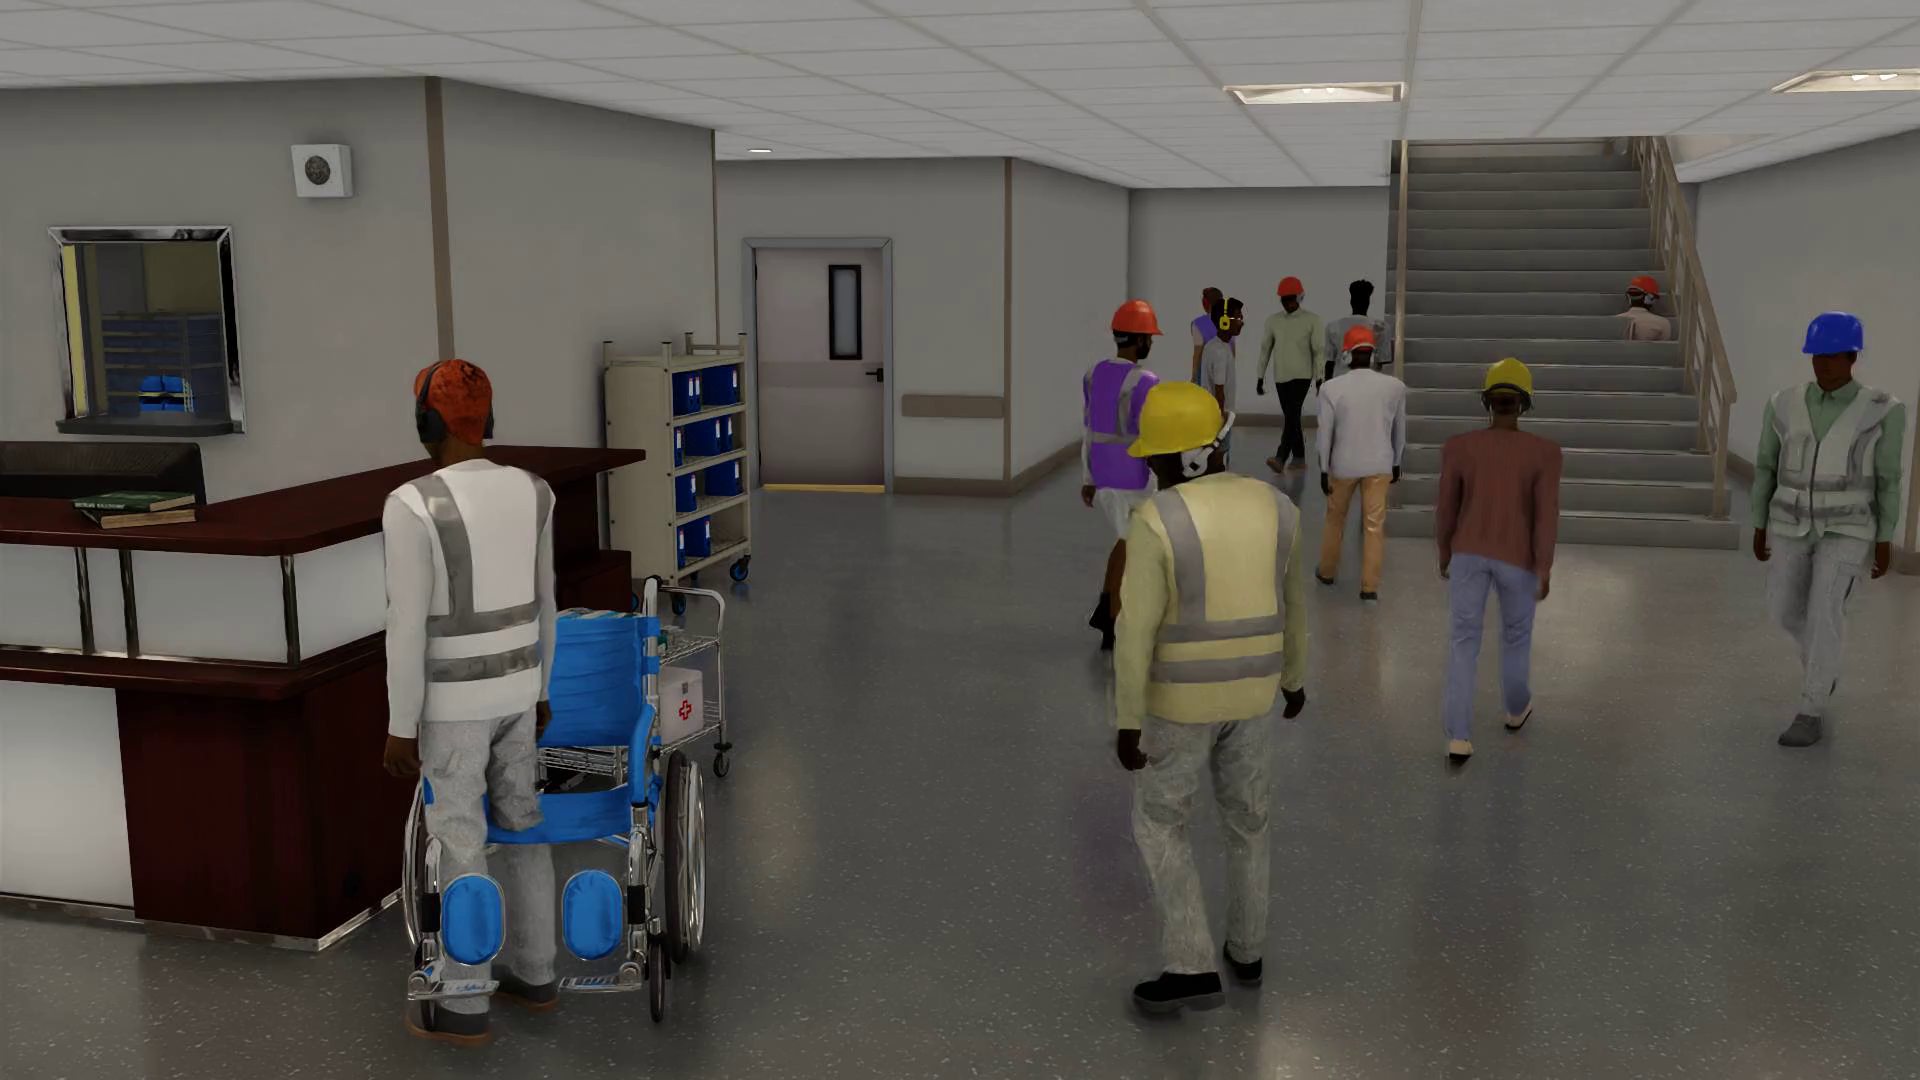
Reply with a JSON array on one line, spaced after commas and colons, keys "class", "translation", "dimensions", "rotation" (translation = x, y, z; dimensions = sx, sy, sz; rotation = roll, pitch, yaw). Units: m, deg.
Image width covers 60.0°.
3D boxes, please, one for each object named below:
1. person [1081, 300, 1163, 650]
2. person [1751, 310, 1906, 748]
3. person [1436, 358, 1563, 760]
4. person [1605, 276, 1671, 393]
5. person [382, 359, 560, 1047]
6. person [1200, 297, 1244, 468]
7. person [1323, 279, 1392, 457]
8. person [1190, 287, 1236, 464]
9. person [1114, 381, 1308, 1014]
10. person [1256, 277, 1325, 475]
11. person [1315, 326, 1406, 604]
[{"class": "person", "translation": [0.926, -0.349, 9.124], "dimensions": [0.434, 1.916, 0.566], "rotation": [-6, 11, -32]}, {"class": "person", "translation": [3.907, -0.072, 7.501], "dimensions": [0.793, 1.926, 0.620], "rotation": [-9, 13, -43]}, {"class": "person", "translation": [2.335, 0.071, 7.255], "dimensions": [0.527, 1.712, 0.950], "rotation": [5, 11, 27]}, {"class": "person", "translation": [6.065, -1.371, 14.949], "dimensions": [0.616, 1.983, 0.404], "rotation": [8, 12, 39]}, {"class": "person", "translation": [-1.334, 0.443, 4.602], "dimensions": [0.353, 1.878, 0.582], "rotation": [6, 11, 30]}, {"class": "person", "translation": [1.905, -0.829, 12.136], "dimensions": [0.338, 1.866, 0.514], "rotation": [1, 10, 3]}, {"class": "person", "translation": [3.543, -1.339, 14.839], "dimensions": [0.600, 1.958, 0.366], "rotation": [4, 10, 23]}, {"class": "person", "translation": [2.632, -1.689, 17.279], "dimensions": [0.593, 1.840, 0.374], "rotation": [-6, 11, -31]}, {"class": "person", "translation": [0.767, 0.450, 4.776], "dimensions": [0.760, 1.811, 0.465], "rotation": [-5, 11, -25]}, {"class": "person", "translation": [3.244, -1.628, 16.553], "dimensions": [0.642, 1.941, 1.044], "rotation": [8, 12, 38]}, {"class": "person", "translation": [2.530, -0.492, 10.574], "dimensions": [0.585, 1.714, 0.842], "rotation": [1, 10, 3]}]
